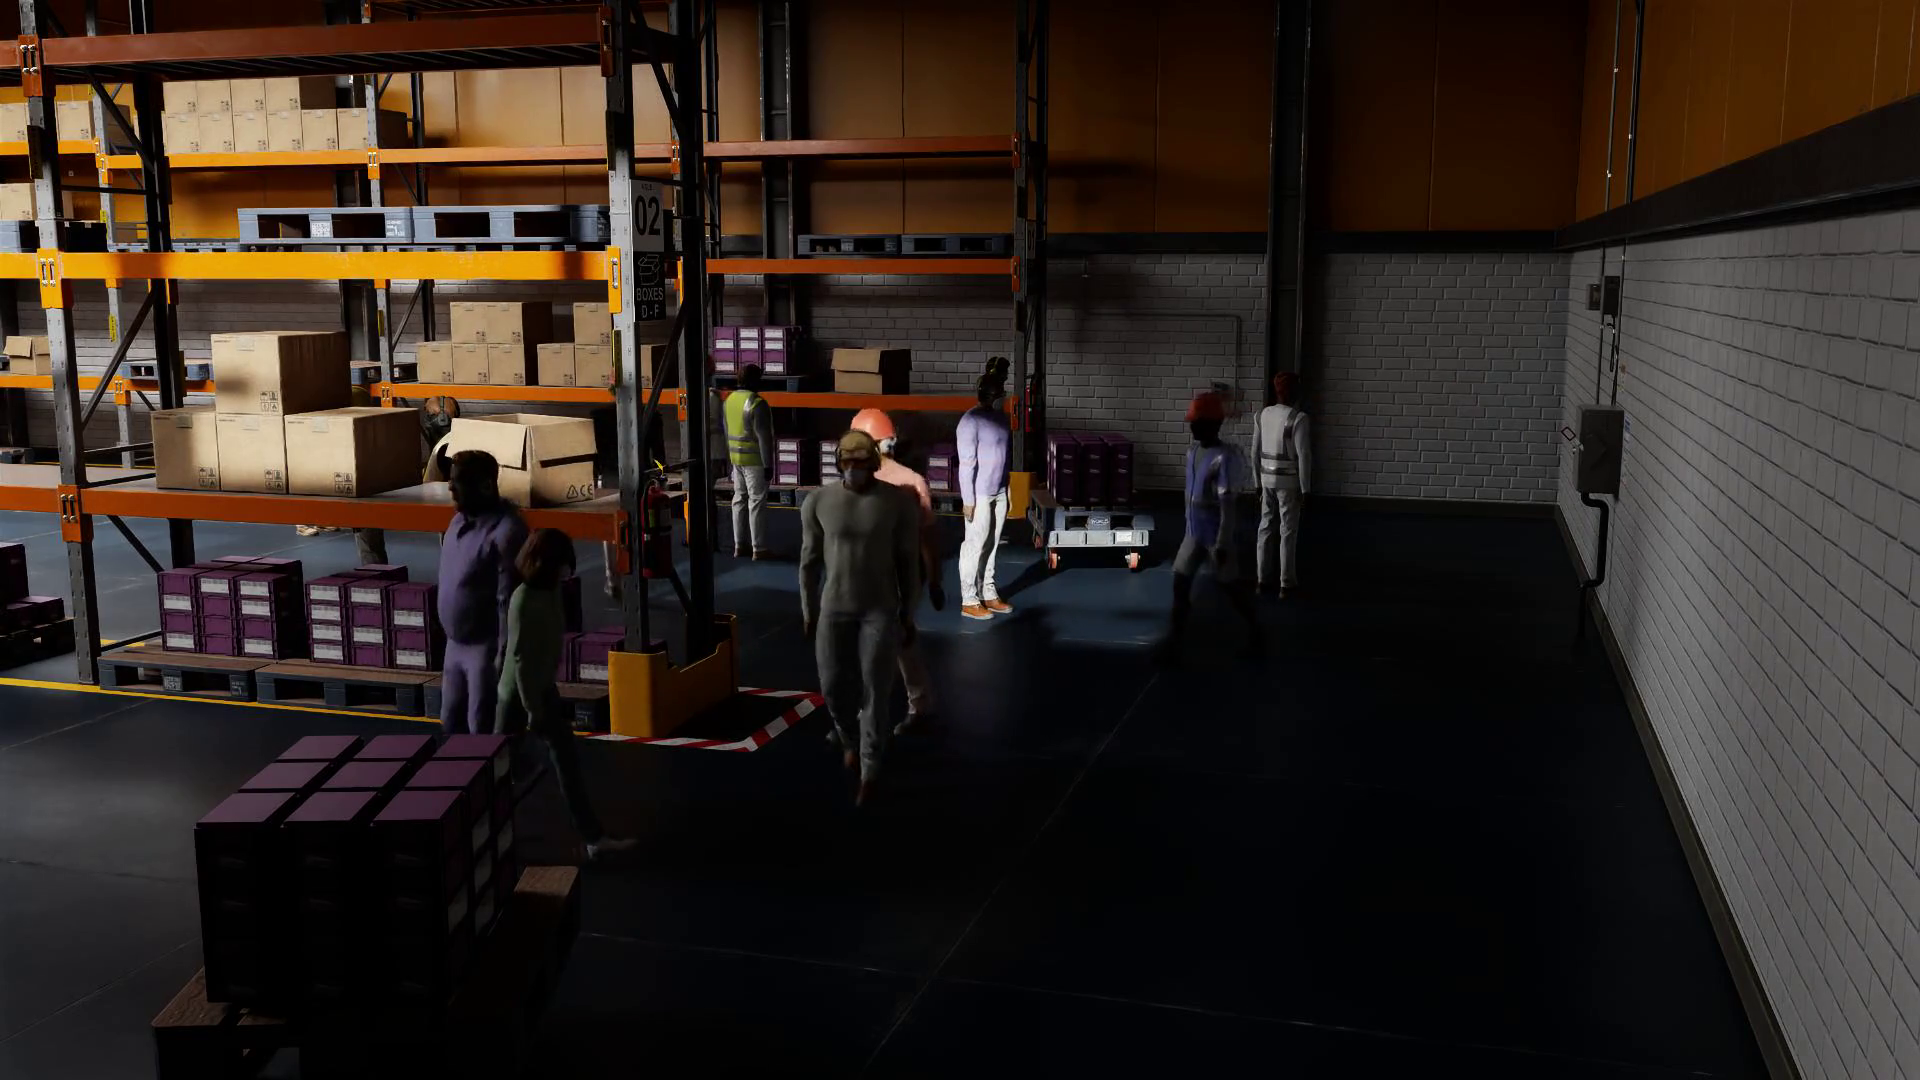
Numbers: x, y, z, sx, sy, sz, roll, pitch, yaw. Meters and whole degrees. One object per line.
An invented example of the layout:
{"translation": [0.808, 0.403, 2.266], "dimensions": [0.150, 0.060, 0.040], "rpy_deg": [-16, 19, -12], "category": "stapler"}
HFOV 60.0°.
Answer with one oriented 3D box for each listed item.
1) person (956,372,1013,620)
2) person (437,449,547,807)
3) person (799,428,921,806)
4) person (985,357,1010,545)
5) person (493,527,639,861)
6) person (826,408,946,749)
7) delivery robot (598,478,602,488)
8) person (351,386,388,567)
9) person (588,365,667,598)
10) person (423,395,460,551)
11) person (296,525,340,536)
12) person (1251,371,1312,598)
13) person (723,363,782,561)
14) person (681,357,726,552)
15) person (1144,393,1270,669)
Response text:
{"translation": [0.198, -0.350, 13.033], "dimensions": [0.357, 1.933, 0.626], "rpy_deg": [5, 11, 30], "category": "person"}
{"translation": [-2.273, 0.506, 7.938], "dimensions": [0.631, 1.895, 0.668], "rpy_deg": [-9, 13, -43], "category": "person"}
{"translation": [-0.519, 0.370, 8.672], "dimensions": [0.636, 1.925, 0.718], "rpy_deg": [1, 9, 4], "category": "person"}
{"translation": [0.343, -0.882, 16.496], "dimensions": [0.329, 1.861, 0.512], "rpy_deg": [1, 9, 6], "category": "person"}
{"translation": [-1.947, 0.719, 7.591], "dimensions": [0.903, 1.577, 0.525], "rpy_deg": [2, 9, 11], "category": "person"}
{"translation": [-0.469, 0.226, 9.471], "dimensions": [0.982, 1.938, 0.611], "rpy_deg": [-9, 13, -43], "category": "person"}
{"translation": [-3.670, -0.551, 18.153], "dimensions": [0.707, 0.478, 0.477], "rpy_deg": [1, 9, 3], "category": "delivery robot"}
{"translation": [-4.600, -0.267, 12.821], "dimensions": [0.403, 1.834, 0.588], "rpy_deg": [-2, 9, -11], "category": "person"}
{"translation": [-2.739, -0.472, 13.638], "dimensions": [0.652, 1.969, 0.805], "rpy_deg": [-3, 10, -16], "category": "person"}
{"translation": [-3.646, -0.120, 11.953], "dimensions": [0.430, 1.836, 0.620], "rpy_deg": [-3, 10, -15], "category": "person"}
{"translation": [-6.644, -0.969, 17.077], "dimensions": [0.429, 1.841, 0.634], "rpy_deg": [3, 10, 20], "category": "person"}
{"translation": [2.686, -0.461, 13.849], "dimensions": [0.340, 1.882, 0.586], "rpy_deg": [-7, 12, -38], "category": "person"}
{"translation": [-1.942, -0.729, 15.607], "dimensions": [0.429, 1.846, 0.629], "rpy_deg": [-8, 13, -42], "category": "person"}
{"translation": [-2.463, -0.833, 16.034], "dimensions": [0.405, 1.923, 0.552], "rpy_deg": [-3, 10, -16], "category": "person"}
{"translation": [1.759, -0.068, 11.447], "dimensions": [0.971, 1.898, 0.557], "rpy_deg": [-5, 11, -27], "category": "person"}
